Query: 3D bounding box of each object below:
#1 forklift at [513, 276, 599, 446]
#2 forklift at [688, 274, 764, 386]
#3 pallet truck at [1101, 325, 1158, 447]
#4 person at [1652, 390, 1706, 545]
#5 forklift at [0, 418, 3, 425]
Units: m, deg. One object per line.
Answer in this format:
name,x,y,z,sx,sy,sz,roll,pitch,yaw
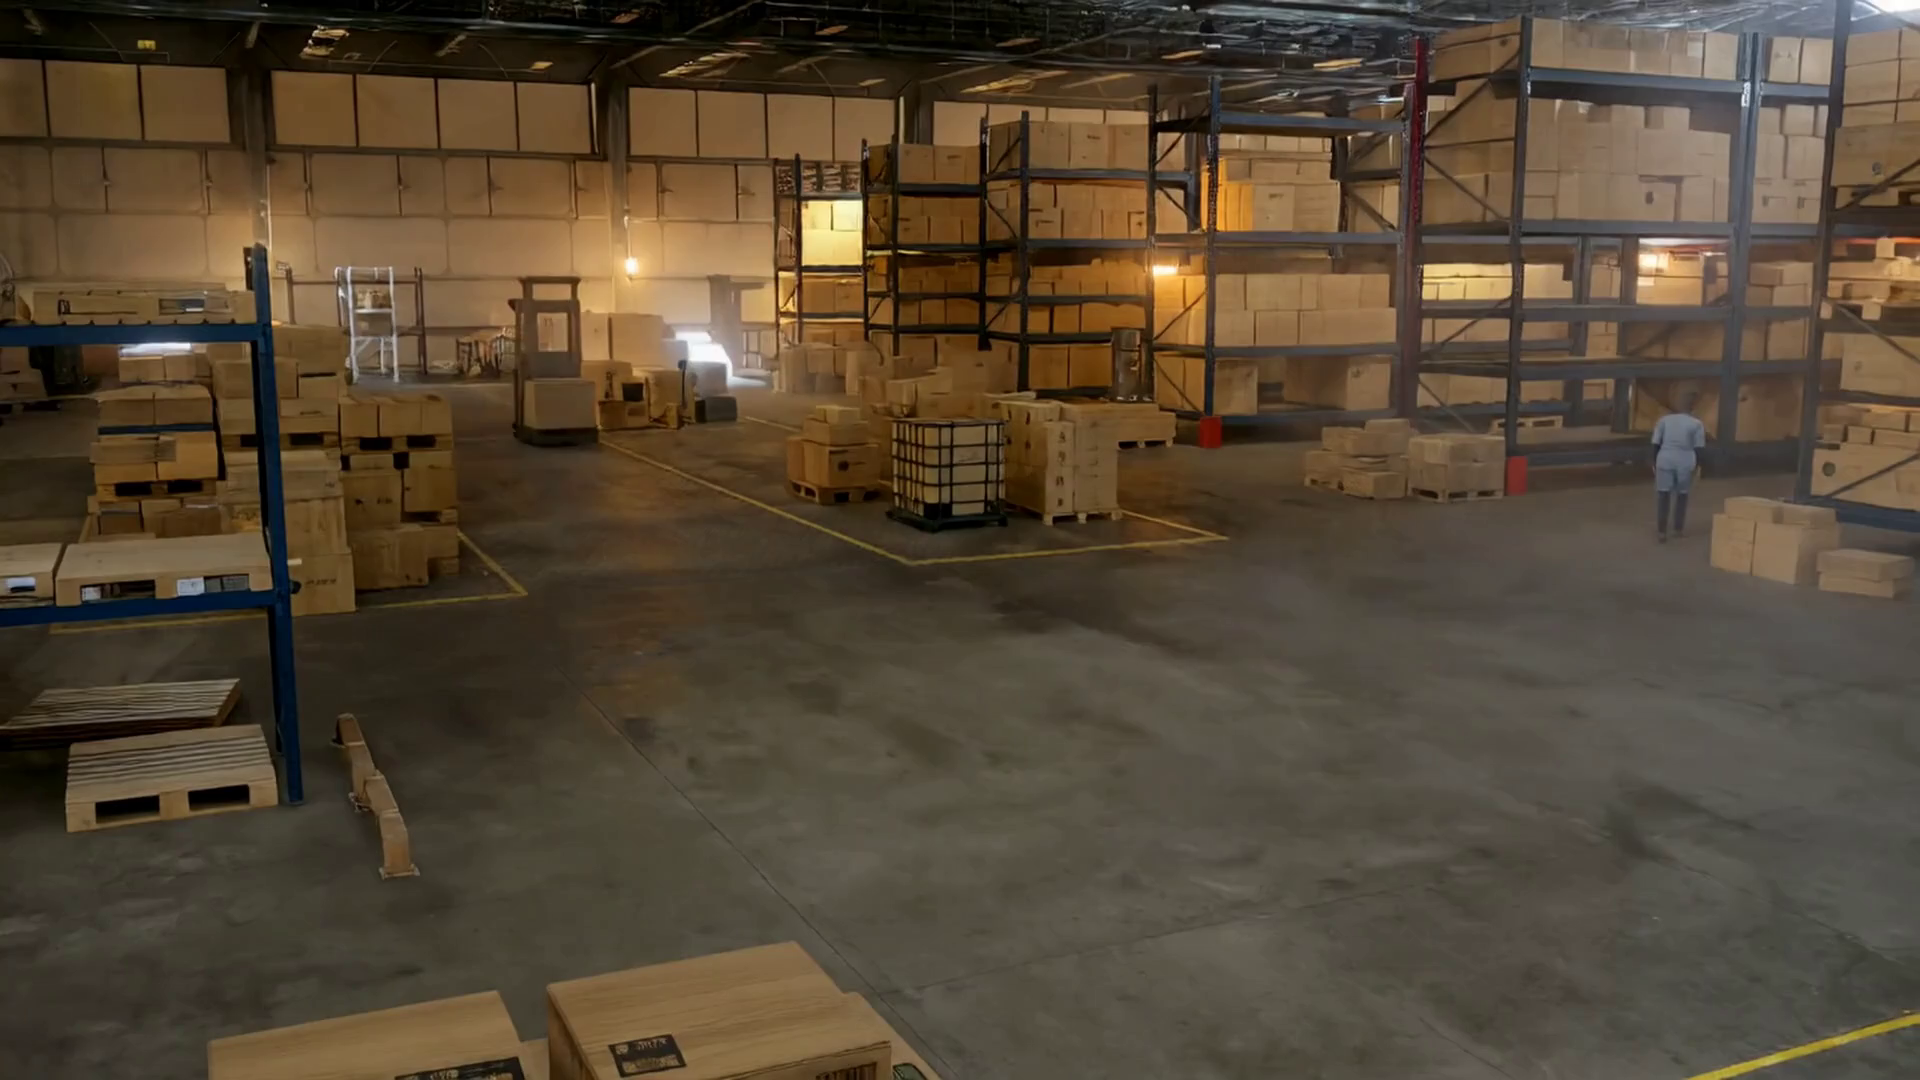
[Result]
forklift,-6.864,-3.059,28.064,1.129,2.768,1.873,-4,10,-25
forklift,-6.019,-5.272,41.798,1.873,2.768,1.129,-4,10,-25
pallet truck,2.881,-2.596,27.923,0.823,1.965,1.885,-1,9,-7
person,7.622,-0.771,17.698,0.540,1.646,0.852,7,11,35
forklift,-18.943,-3.530,30.990,1.873,2.768,1.129,7,12,39
